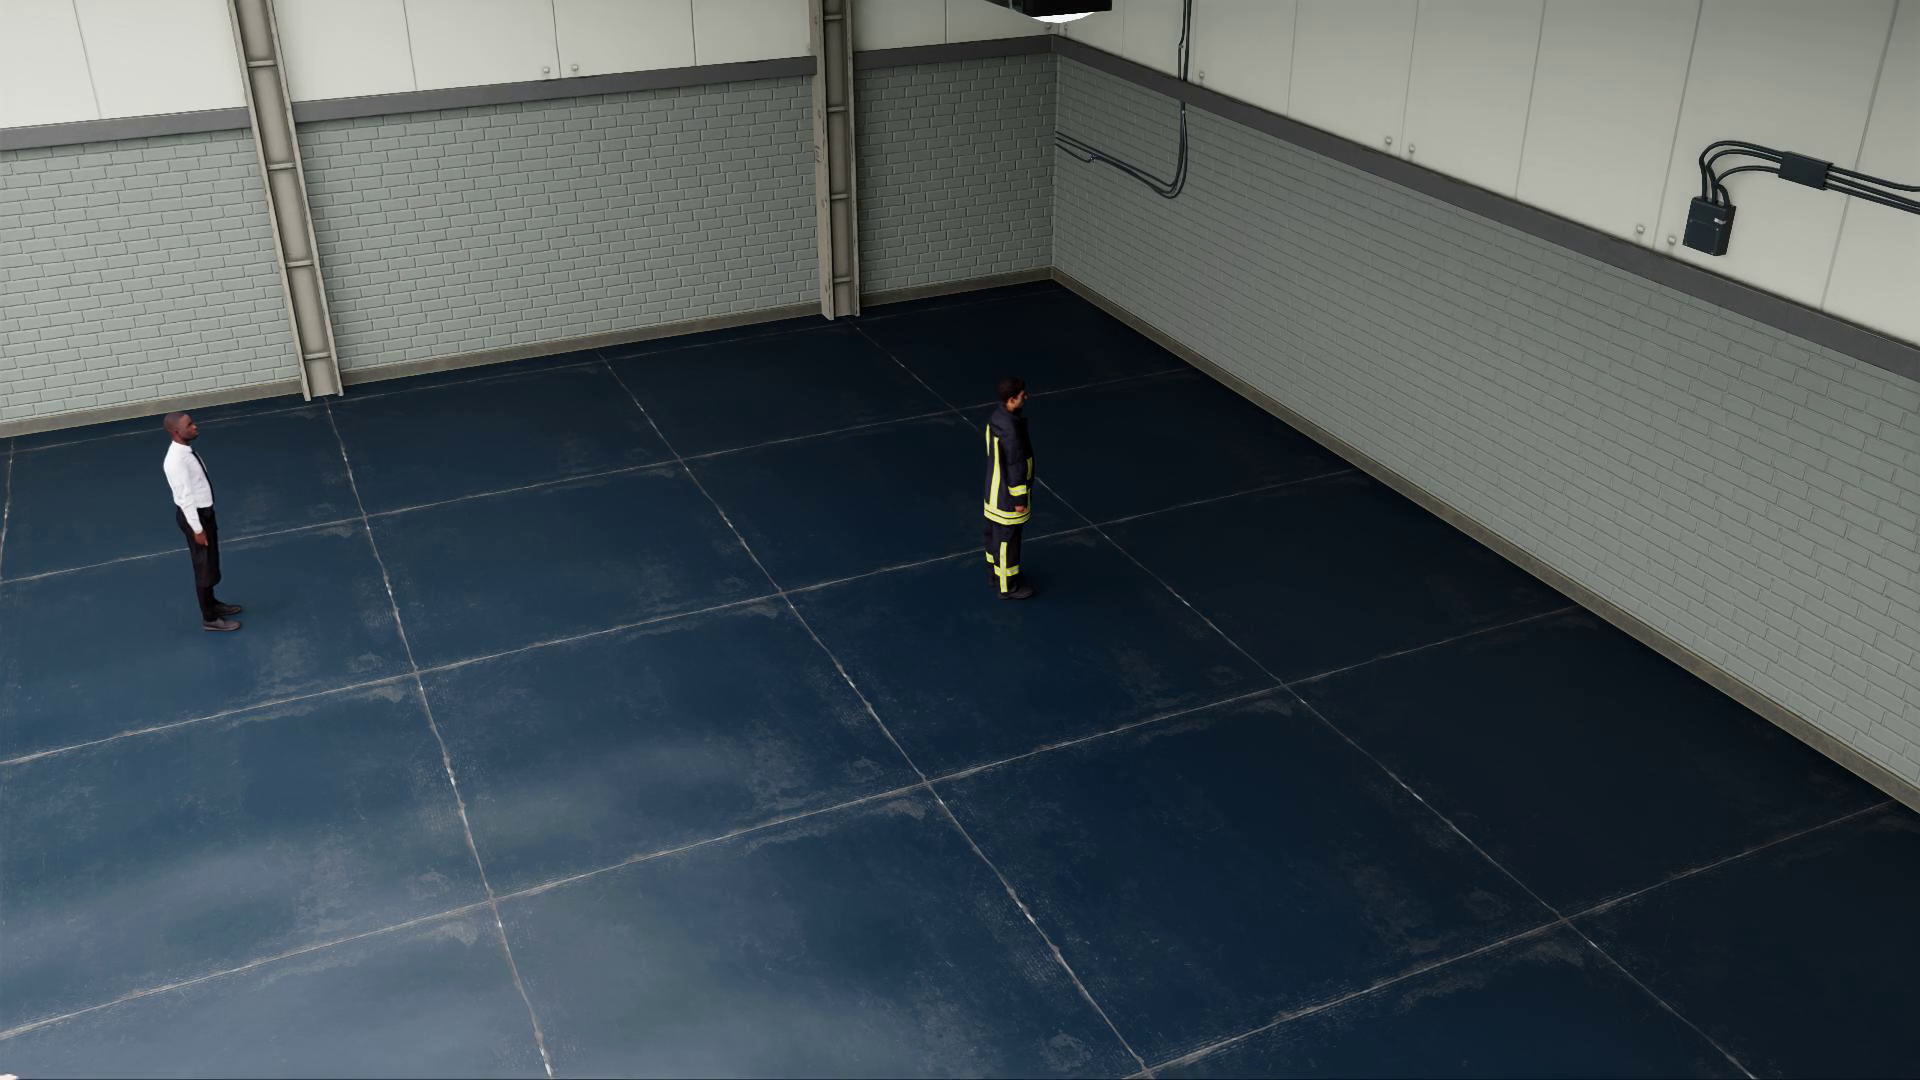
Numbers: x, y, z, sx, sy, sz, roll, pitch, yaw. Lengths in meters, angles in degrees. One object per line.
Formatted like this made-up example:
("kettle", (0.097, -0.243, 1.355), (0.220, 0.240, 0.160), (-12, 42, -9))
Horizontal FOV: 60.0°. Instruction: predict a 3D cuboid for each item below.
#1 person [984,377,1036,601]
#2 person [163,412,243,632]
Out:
("person", (0.384, -0.439, 13.647), (0.732, 1.928, 0.824), (-6, 28, -12))
("person", (-6.064, -0.160, 13.204), (0.559, 1.837, 0.660), (-9, 29, -17))
